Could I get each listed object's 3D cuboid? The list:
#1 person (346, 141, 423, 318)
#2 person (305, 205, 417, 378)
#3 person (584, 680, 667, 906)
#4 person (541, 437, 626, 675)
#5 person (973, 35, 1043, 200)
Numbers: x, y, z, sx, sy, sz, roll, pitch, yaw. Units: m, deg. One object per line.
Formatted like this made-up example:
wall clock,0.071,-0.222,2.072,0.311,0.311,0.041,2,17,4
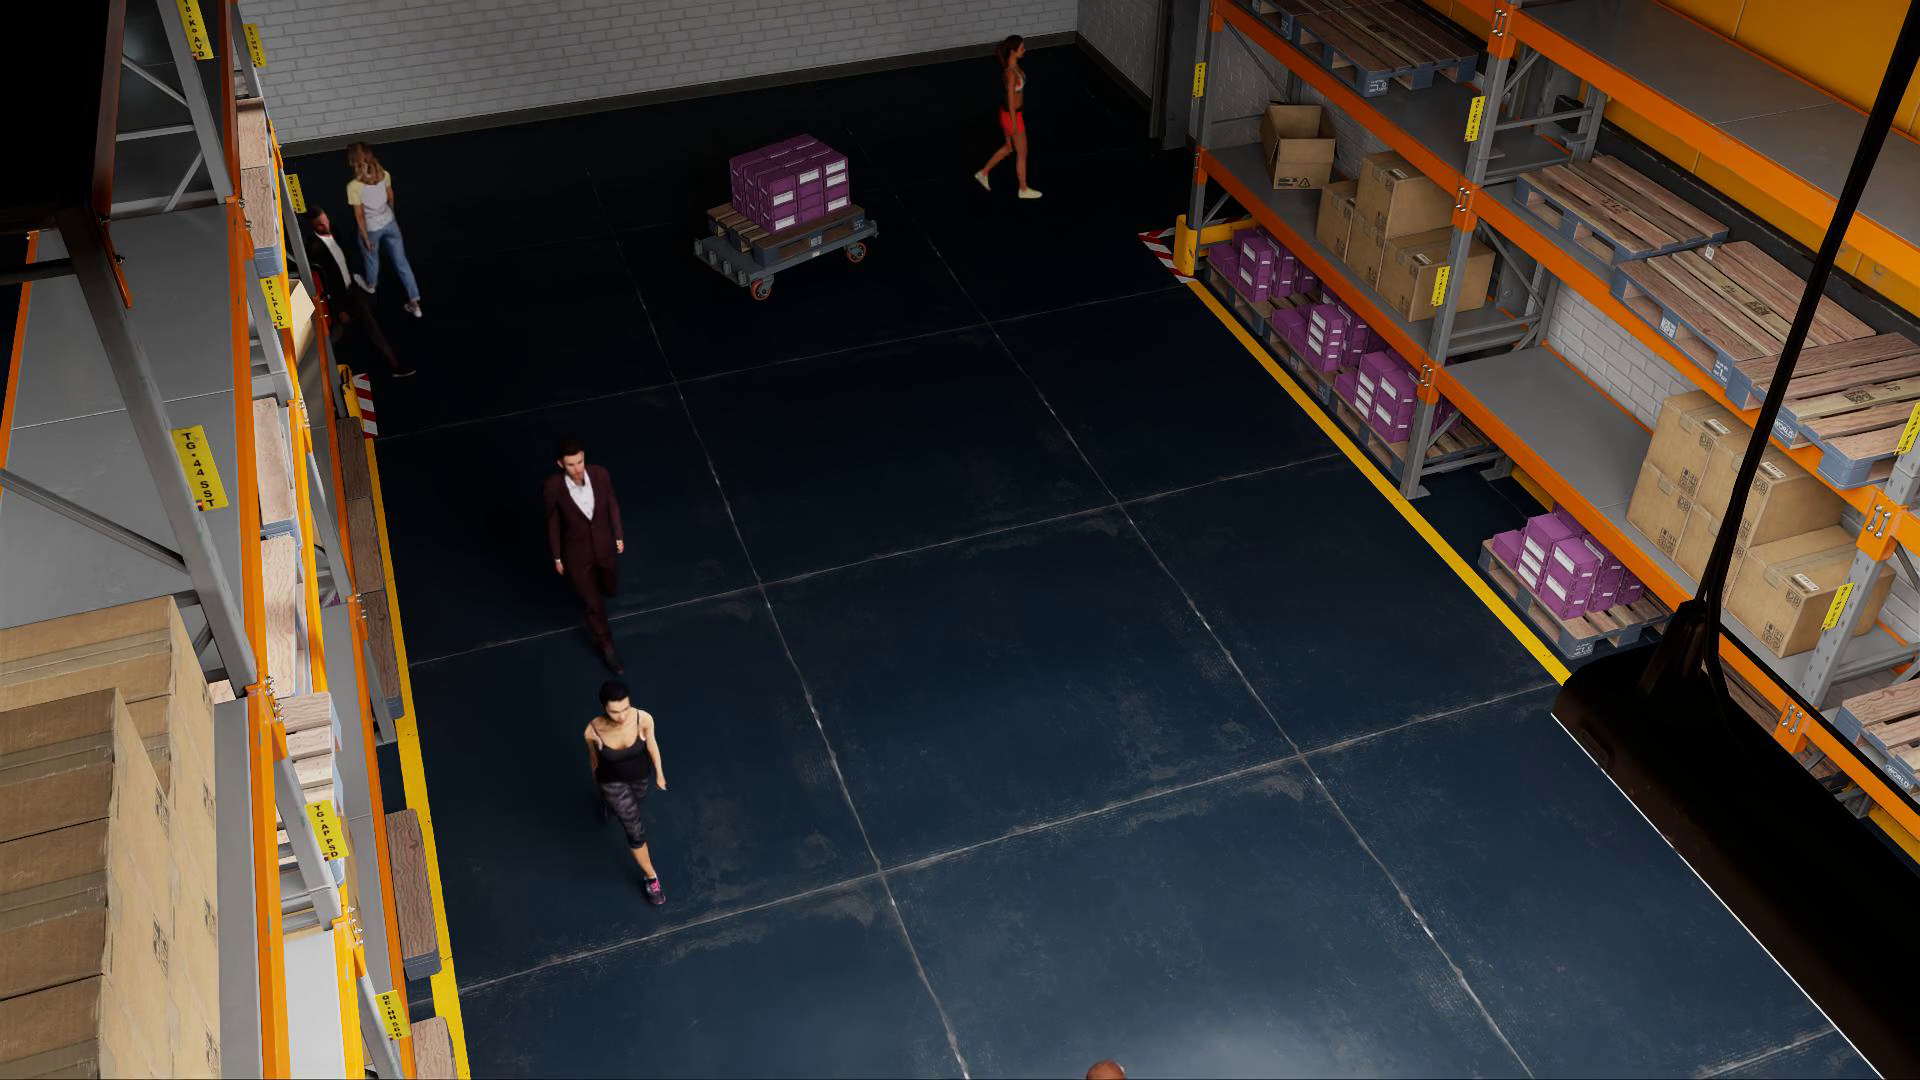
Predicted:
person,-5.289,-2.824,15.363,1.244,1.664,1.013,28,47,31
person,-5.453,-2.078,14.367,1.143,1.742,1.222,4,39,5
person,-2.062,1.394,10.072,0.656,1.675,1.134,-16,41,-19
person,-2.626,0.025,11.651,0.827,1.843,1.138,-21,43,-24
person,0.476,-4.371,17.212,0.805,1.774,0.960,-3,39,-3
